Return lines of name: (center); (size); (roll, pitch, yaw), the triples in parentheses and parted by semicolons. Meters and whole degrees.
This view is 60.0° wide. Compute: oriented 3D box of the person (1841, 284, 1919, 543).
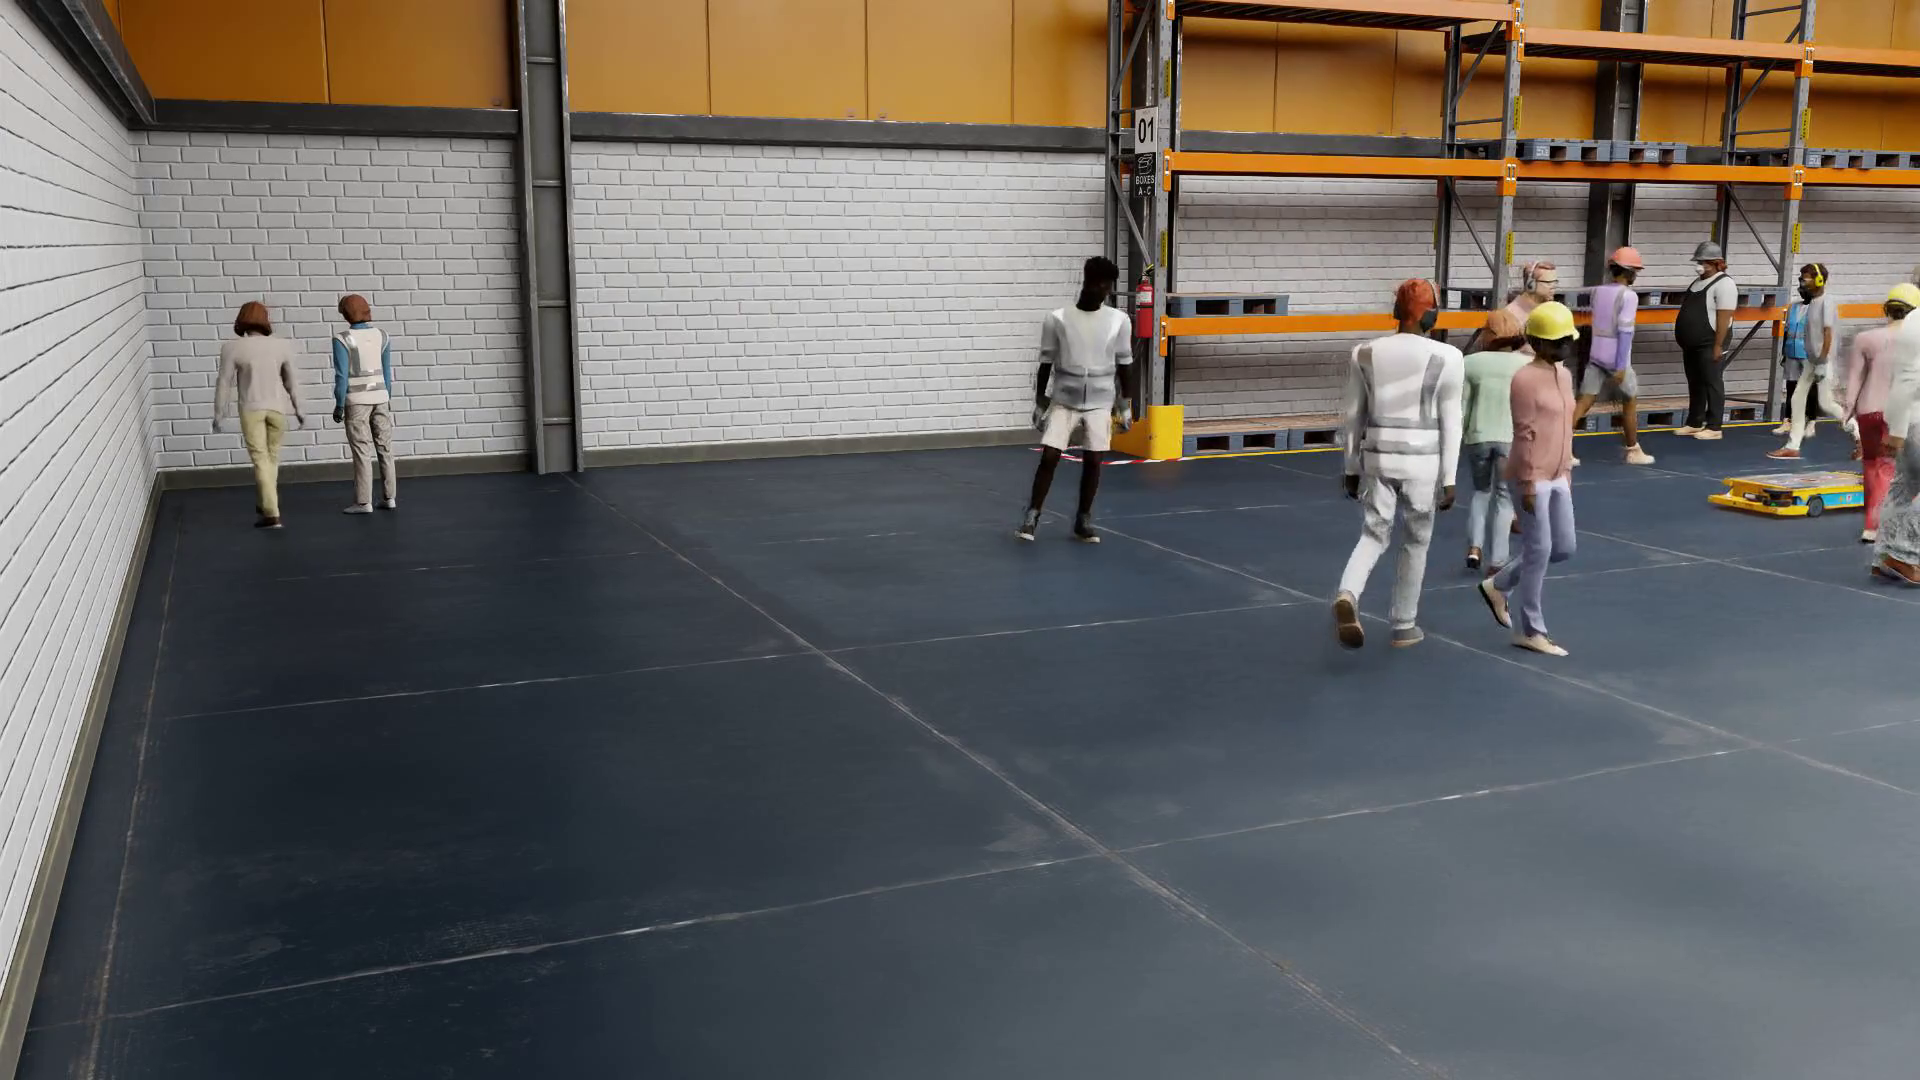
person: (6.345, -0.862, 11.297); (0.832, 1.727, 0.545); (-9, 14, -42)

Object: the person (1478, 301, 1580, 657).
person: (2.811, -0.305, 8.205); (0.530, 1.745, 0.473); (-9, 14, -42)

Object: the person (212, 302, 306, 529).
person: (-5.030, -0.896, 11.897); (0.586, 1.586, 0.814); (-10, 14, -43)

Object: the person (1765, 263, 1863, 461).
person: (8.043, -1.645, 15.415); (0.858, 1.831, 0.584); (2, 10, 9)

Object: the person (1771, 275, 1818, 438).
person: (8.758, -1.912, 17.270); (0.318, 1.697, 0.535); (-5, 11, -26)

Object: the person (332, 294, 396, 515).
person: (-4.439, -1.007, 12.389); (0.311, 1.639, 0.513); (6, 12, 29)

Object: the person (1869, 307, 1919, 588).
person: (5.663, -0.665, 9.728); (0.532, 1.917, 0.624); (8, 13, 38)

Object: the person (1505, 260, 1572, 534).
person: (3.970, -0.964, 11.440); (0.682, 1.888, 0.543); (-8, 13, -37)

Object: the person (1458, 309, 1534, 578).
person: (3.252, -0.576, 10.033); (0.535, 1.621, 0.353); (7, 12, 33)

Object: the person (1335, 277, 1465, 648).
person: (2.125, -0.346, 8.113); (0.590, 1.865, 0.741); (7, 12, 33)

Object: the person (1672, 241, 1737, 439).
person: (7.652, -2.065, 17.165); (0.535, 2.000, 0.682); (-1, 10, -6)

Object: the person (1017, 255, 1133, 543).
person: (0.794, -0.924, 11.107); (0.737, 1.934, 0.400); (0, 10, 0)

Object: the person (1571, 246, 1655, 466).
person: (5.826, -1.636, 14.989); (1.069, 1.992, 0.616); (-4, 11, -20)

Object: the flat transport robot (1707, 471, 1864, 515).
flat transport robot: (6.476, -0.366, 12.629); (1.431, 0.197, 0.652); (-4, 11, -22)
